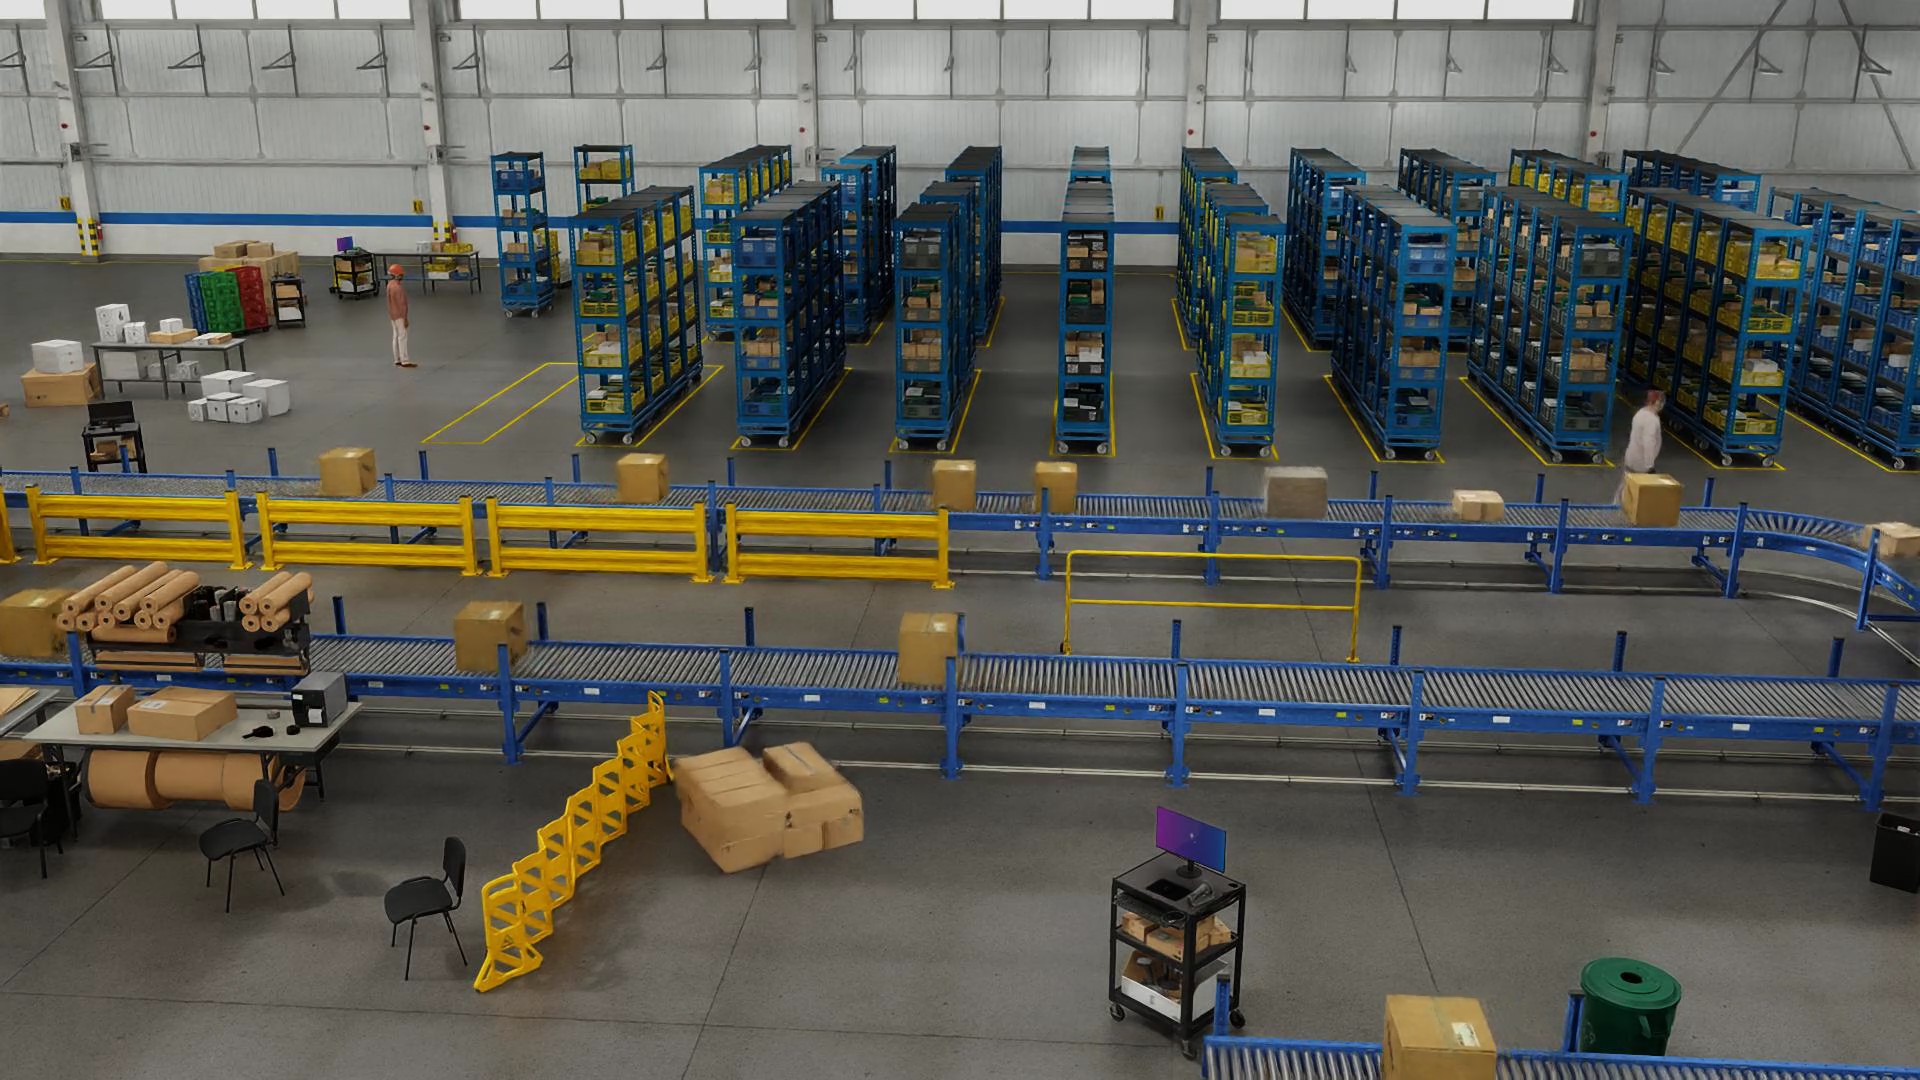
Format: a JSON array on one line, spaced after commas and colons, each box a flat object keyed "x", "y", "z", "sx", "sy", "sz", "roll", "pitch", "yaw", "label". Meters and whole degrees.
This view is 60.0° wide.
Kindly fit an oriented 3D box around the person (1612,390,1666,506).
[{"x": 9.025, "y": -1.038, "z": 21.808, "sx": 0.887, "sy": 1.861, "sz": 0.667, "roll": 2, "pitch": 18, "yaw": 7, "label": "person"}]

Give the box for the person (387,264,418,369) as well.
[{"x": -10.733, "y": -4.280, "z": 31.876, "sx": 0.380, "sy": 1.994, "sz": 0.618, "roll": -14, "pitch": 22, "yaw": -38, "label": "person"}]
